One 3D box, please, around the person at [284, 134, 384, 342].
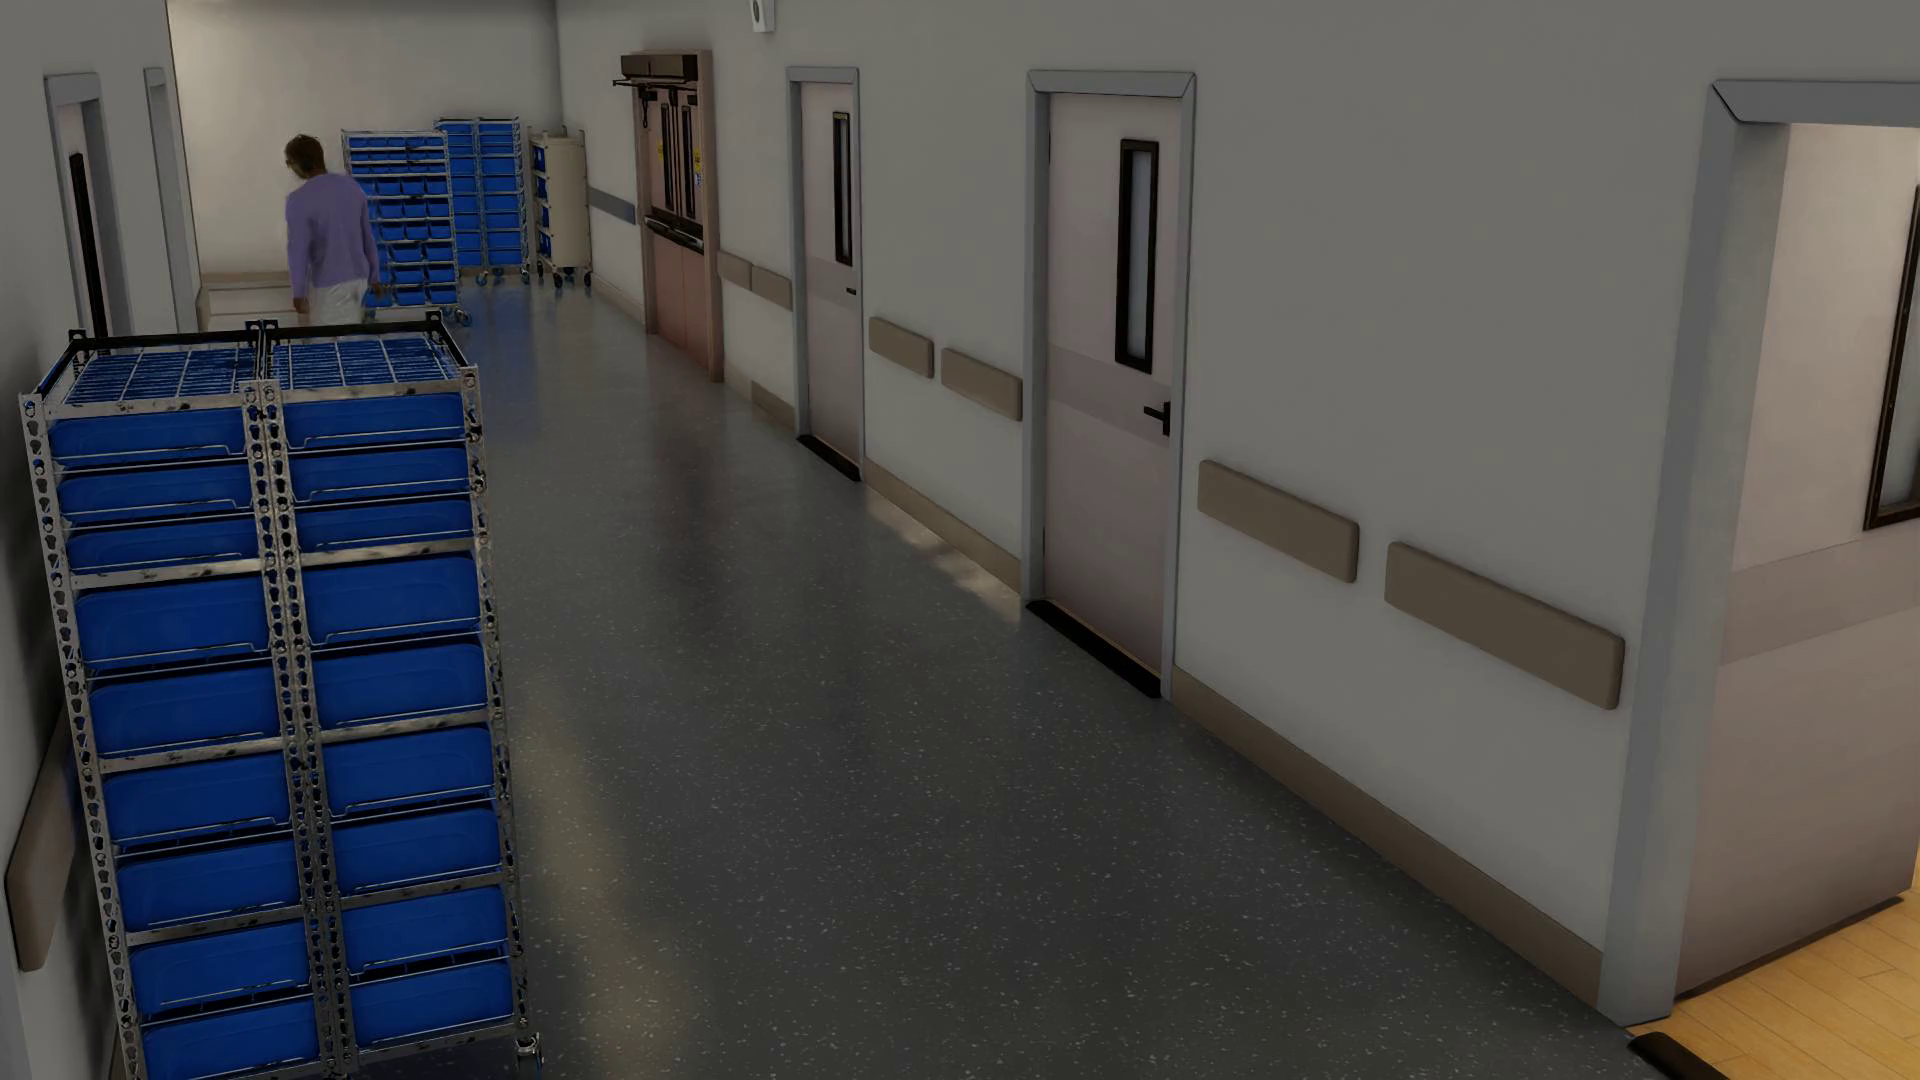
[{"bbox_3d":[-4.100,-1.662,10.847,0.589,1.908,0.673,6,17,21],"label":"person"}]
